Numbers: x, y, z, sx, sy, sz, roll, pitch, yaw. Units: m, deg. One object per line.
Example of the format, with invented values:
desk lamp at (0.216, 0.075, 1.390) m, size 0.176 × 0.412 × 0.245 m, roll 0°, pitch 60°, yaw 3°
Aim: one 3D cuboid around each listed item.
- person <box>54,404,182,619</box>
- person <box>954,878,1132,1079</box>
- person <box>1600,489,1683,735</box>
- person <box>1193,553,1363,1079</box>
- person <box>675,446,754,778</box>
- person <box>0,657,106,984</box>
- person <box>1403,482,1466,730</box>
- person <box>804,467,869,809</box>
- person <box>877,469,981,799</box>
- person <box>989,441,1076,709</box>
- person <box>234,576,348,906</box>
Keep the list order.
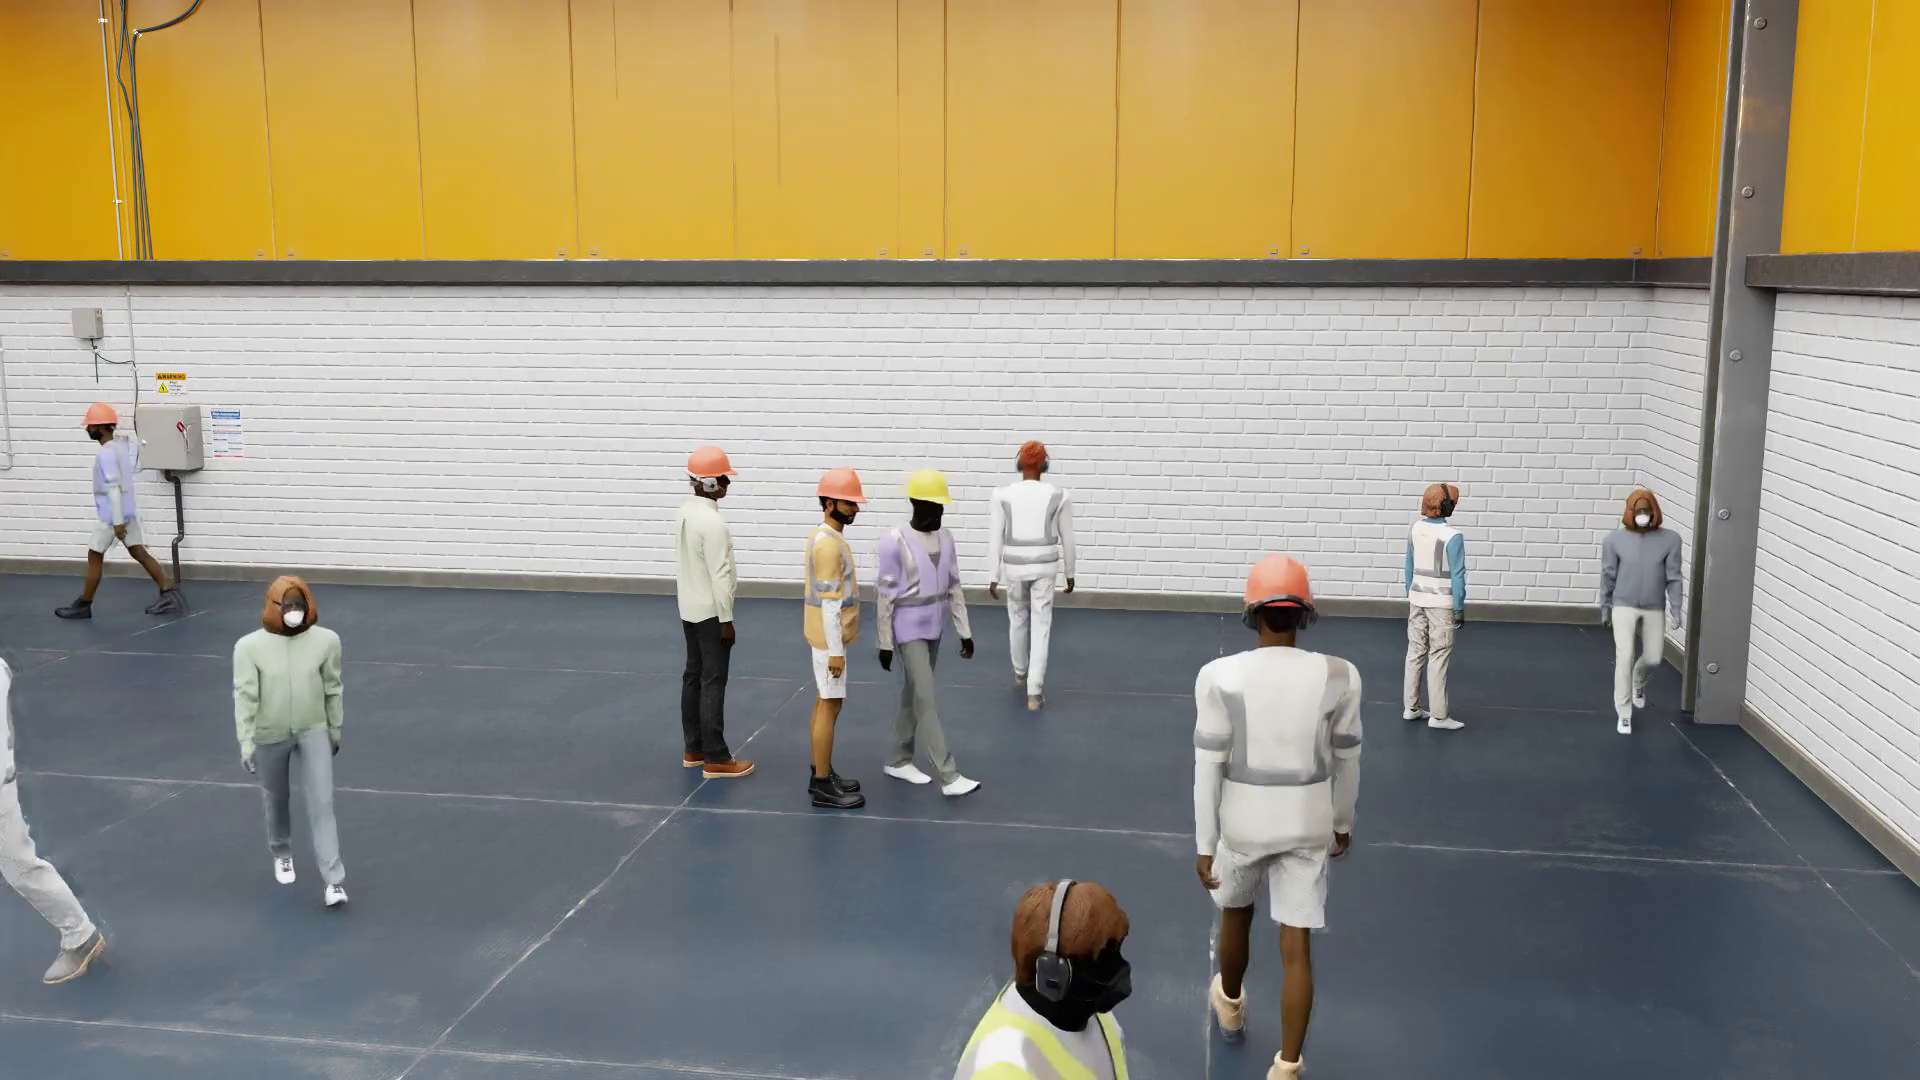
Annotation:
person at (-7.378, -0.251, 14.521) m, size 1.018 × 1.889 × 0.560 m, roll -2°, pitch 9°, yaw -12°
person at (0.212, 1.578, 3.560) m, size 0.999 × 1.789 × 0.645 m, roll 3°, pitch 10°, yaw 16°
person at (4.507, 0.446, 11.062) m, size 0.507 × 1.610 × 0.627 m, roll 2°, pitch 9°, yaw 12°
person at (1.168, 1.034, 6.250) m, size 0.623 × 1.998 × 1.002 m, roll 1°, pitch 9°, yaw 4°
person at (-1.504, 0.427, 10.001) m, size 0.382 × 1.995 × 0.612 m, roll -6°, pitch 11°, yaw -31°
person at (-4.000, 1.036, 6.777) m, size 0.573 × 1.834 × 1.020 m, roll 3°, pitch 10°, yaw 18°
person at (3.149, 0.436, 11.039) m, size 0.305 × 1.640 × 0.522 m, roll -4°, pitch 10°, yaw -26°
person at (-0.698, 0.547, 9.450) m, size 0.373 × 1.932 × 0.549 m, roll -1°, pitch 9°, yaw -6°
person at (-0.124, 0.541, 9.612) m, size 0.844 × 1.889 × 0.600 m, roll 7°, pitch 11°, yaw 36°
person at (0.527, 0.213, 11.811) m, size 0.591 × 1.834 × 0.934 m, roll 2°, pitch 9°, yaw 9°
person at (-3.211, 0.956, 8.008) m, size 0.510 × 1.582 × 0.879 m, roll -5°, pitch 11°, yaw -30°
